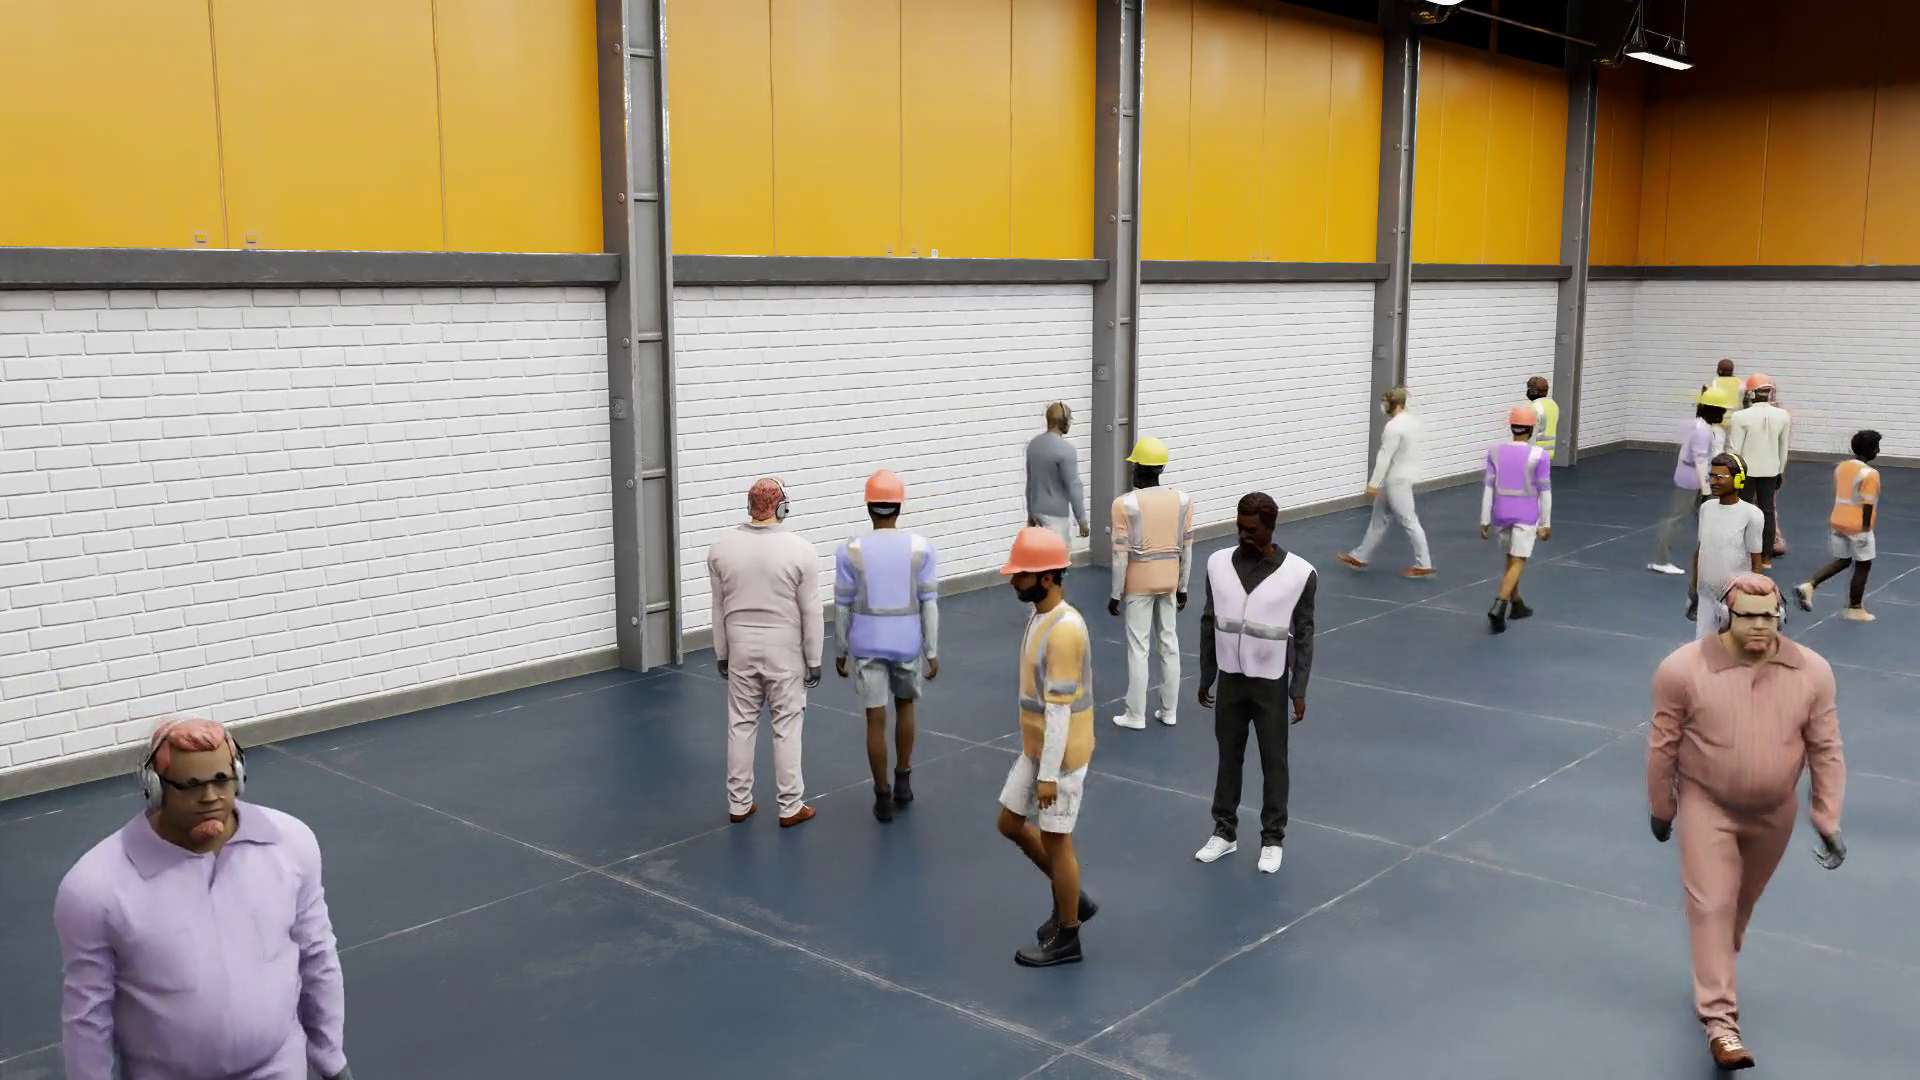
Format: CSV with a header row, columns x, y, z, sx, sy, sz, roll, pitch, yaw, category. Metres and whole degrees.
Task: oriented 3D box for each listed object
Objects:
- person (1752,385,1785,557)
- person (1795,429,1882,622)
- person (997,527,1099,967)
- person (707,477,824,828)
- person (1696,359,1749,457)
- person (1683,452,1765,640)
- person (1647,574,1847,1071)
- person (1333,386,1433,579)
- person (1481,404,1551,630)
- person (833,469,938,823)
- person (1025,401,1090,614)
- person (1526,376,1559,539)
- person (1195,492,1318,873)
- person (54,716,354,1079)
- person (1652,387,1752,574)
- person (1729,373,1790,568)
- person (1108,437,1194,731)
x,y,z,sx,sy,sz,roll,pitch,yaw,category
8.407,-0.736,17.502,0.640,1.875,0.691,8,12,42,person
7.573,-0.119,14.227,0.573,1.676,0.536,-1,9,-6,person
0.365,0.896,7.124,0.410,1.920,0.550,-2,9,-12,person
-1.028,0.606,9.007,0.640,1.902,0.402,2,9,15,person
10.594,-1.610,23.170,0.654,1.810,0.813,2,9,10,person
4.810,0.375,10.537,0.323,1.871,0.530,-4,10,-23,person
3.002,1.051,6.349,0.644,1.852,1.013,1,9,5,person
4.217,-0.565,16.378,1.014,1.883,0.650,4,10,22,person
4.689,-0.205,14.090,0.554,1.900,0.938,8,12,43,person
-0.419,0.563,9.191,0.570,1.919,0.649,-1,9,-7,person
0.857,-0.208,14.033,0.661,1.915,0.645,-4,10,-24,person
6.497,-0.932,18.833,0.429,1.842,0.636,9,13,44,person
1.482,0.700,8.363,0.587,1.914,0.386,5,10,30,person
-1.900,1.364,4.249,0.454,1.892,0.651,9,13,44,person
7.351,-0.559,16.360,0.988,1.872,0.602,5,10,29,person
8.066,-0.693,16.864,0.609,1.993,0.382,-1,9,-4,person
1.240,0.289,10.888,0.588,1.930,0.359,-4,10,-23,person
